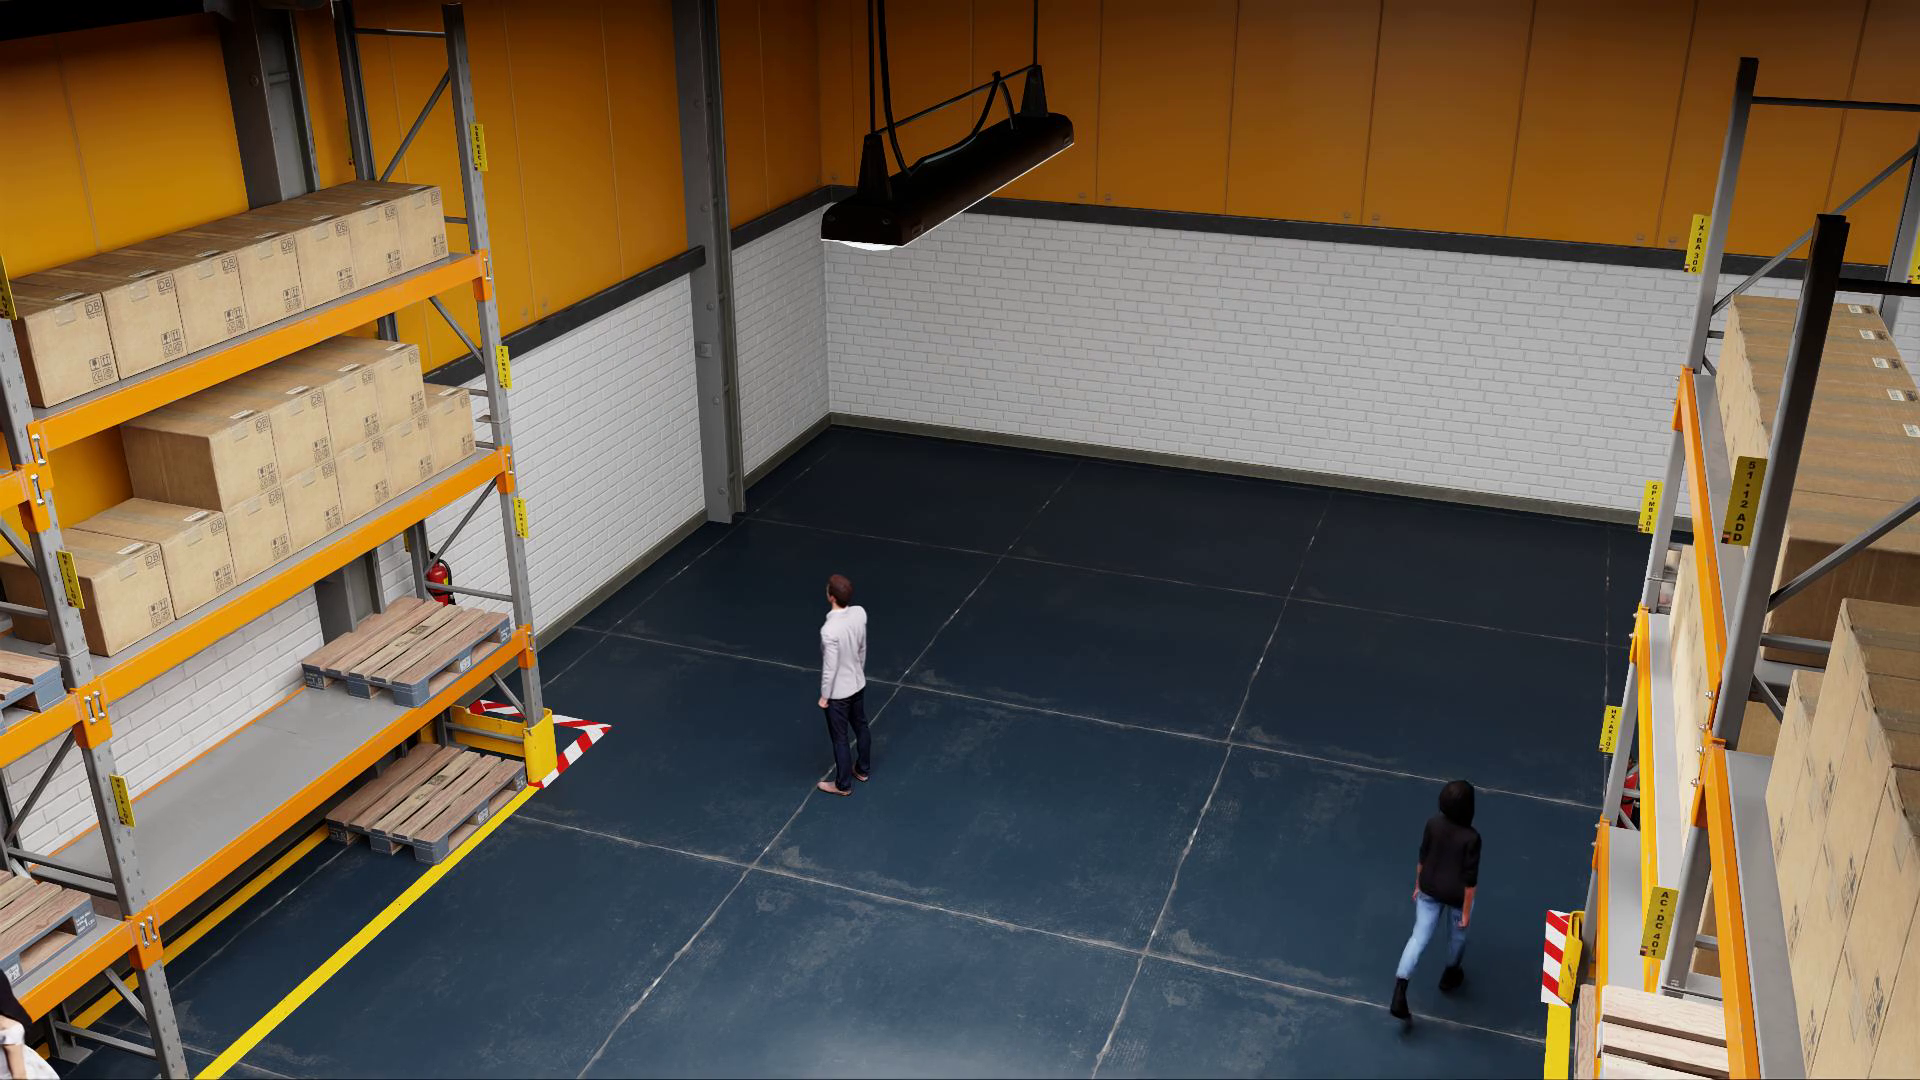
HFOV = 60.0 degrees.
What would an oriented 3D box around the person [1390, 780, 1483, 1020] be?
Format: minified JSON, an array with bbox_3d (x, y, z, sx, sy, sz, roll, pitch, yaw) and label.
[{"bbox_3d":[3.038,2.308,10.558,0.810,1.668,1.175,17,29,34],"label":"person"}]

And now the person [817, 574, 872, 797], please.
[{"bbox_3d":[-0.908,1.124,13.035,0.794,1.853,0.606,15,28,31],"label":"person"}]
